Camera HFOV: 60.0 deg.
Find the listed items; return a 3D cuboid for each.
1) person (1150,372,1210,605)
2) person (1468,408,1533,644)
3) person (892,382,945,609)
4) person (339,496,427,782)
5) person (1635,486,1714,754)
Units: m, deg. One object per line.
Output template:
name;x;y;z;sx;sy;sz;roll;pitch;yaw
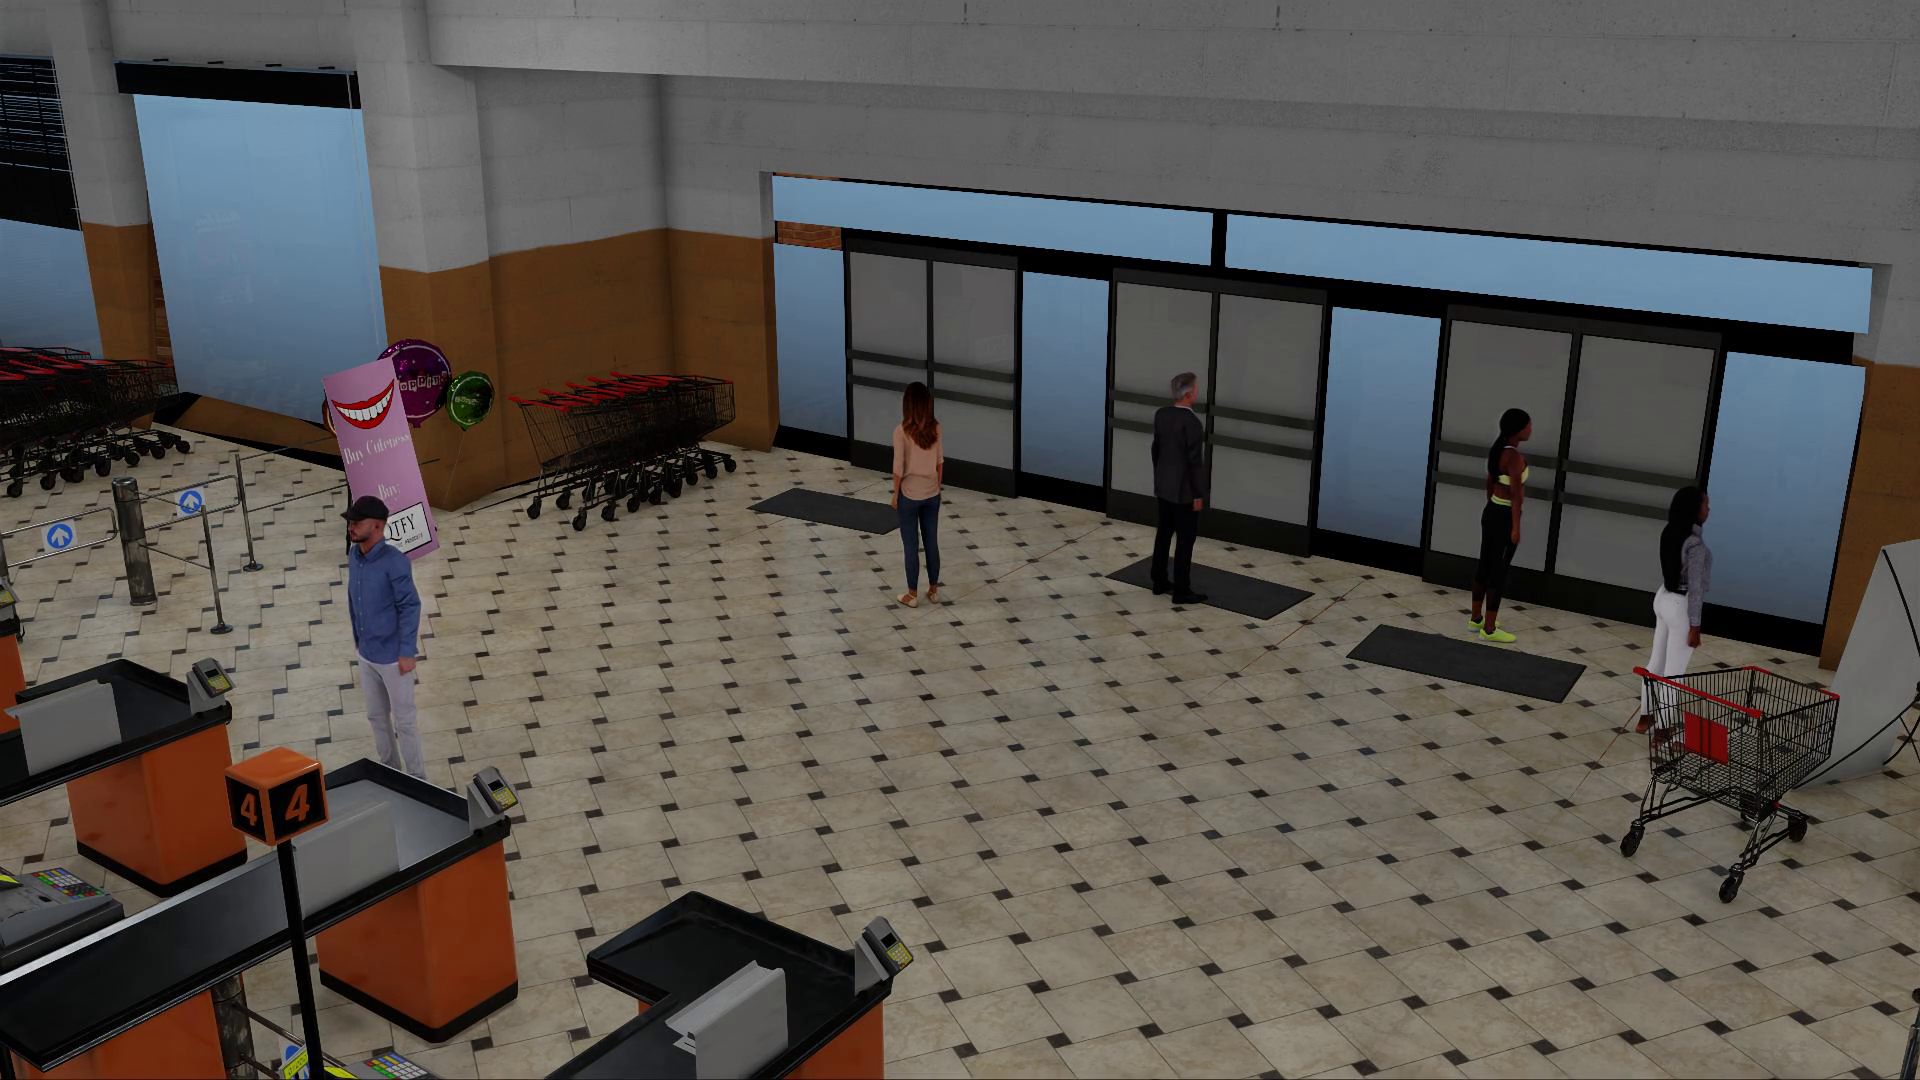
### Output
person;1.726;-0.424;13.073;0.765;1.840;0.800;-11;21;-28
person;3.994;-0.121;12.312;0.699;1.753;0.630;-2;19;-7
person;-0.318;-0.352;12.936;0.609;1.792;0.726;-9;21;-26
person;-3.406;0.639;9.847;0.647;1.887;0.535;12;22;32
person;4.555;0.483;10.565;0.736;1.725;0.642;0;19;0
